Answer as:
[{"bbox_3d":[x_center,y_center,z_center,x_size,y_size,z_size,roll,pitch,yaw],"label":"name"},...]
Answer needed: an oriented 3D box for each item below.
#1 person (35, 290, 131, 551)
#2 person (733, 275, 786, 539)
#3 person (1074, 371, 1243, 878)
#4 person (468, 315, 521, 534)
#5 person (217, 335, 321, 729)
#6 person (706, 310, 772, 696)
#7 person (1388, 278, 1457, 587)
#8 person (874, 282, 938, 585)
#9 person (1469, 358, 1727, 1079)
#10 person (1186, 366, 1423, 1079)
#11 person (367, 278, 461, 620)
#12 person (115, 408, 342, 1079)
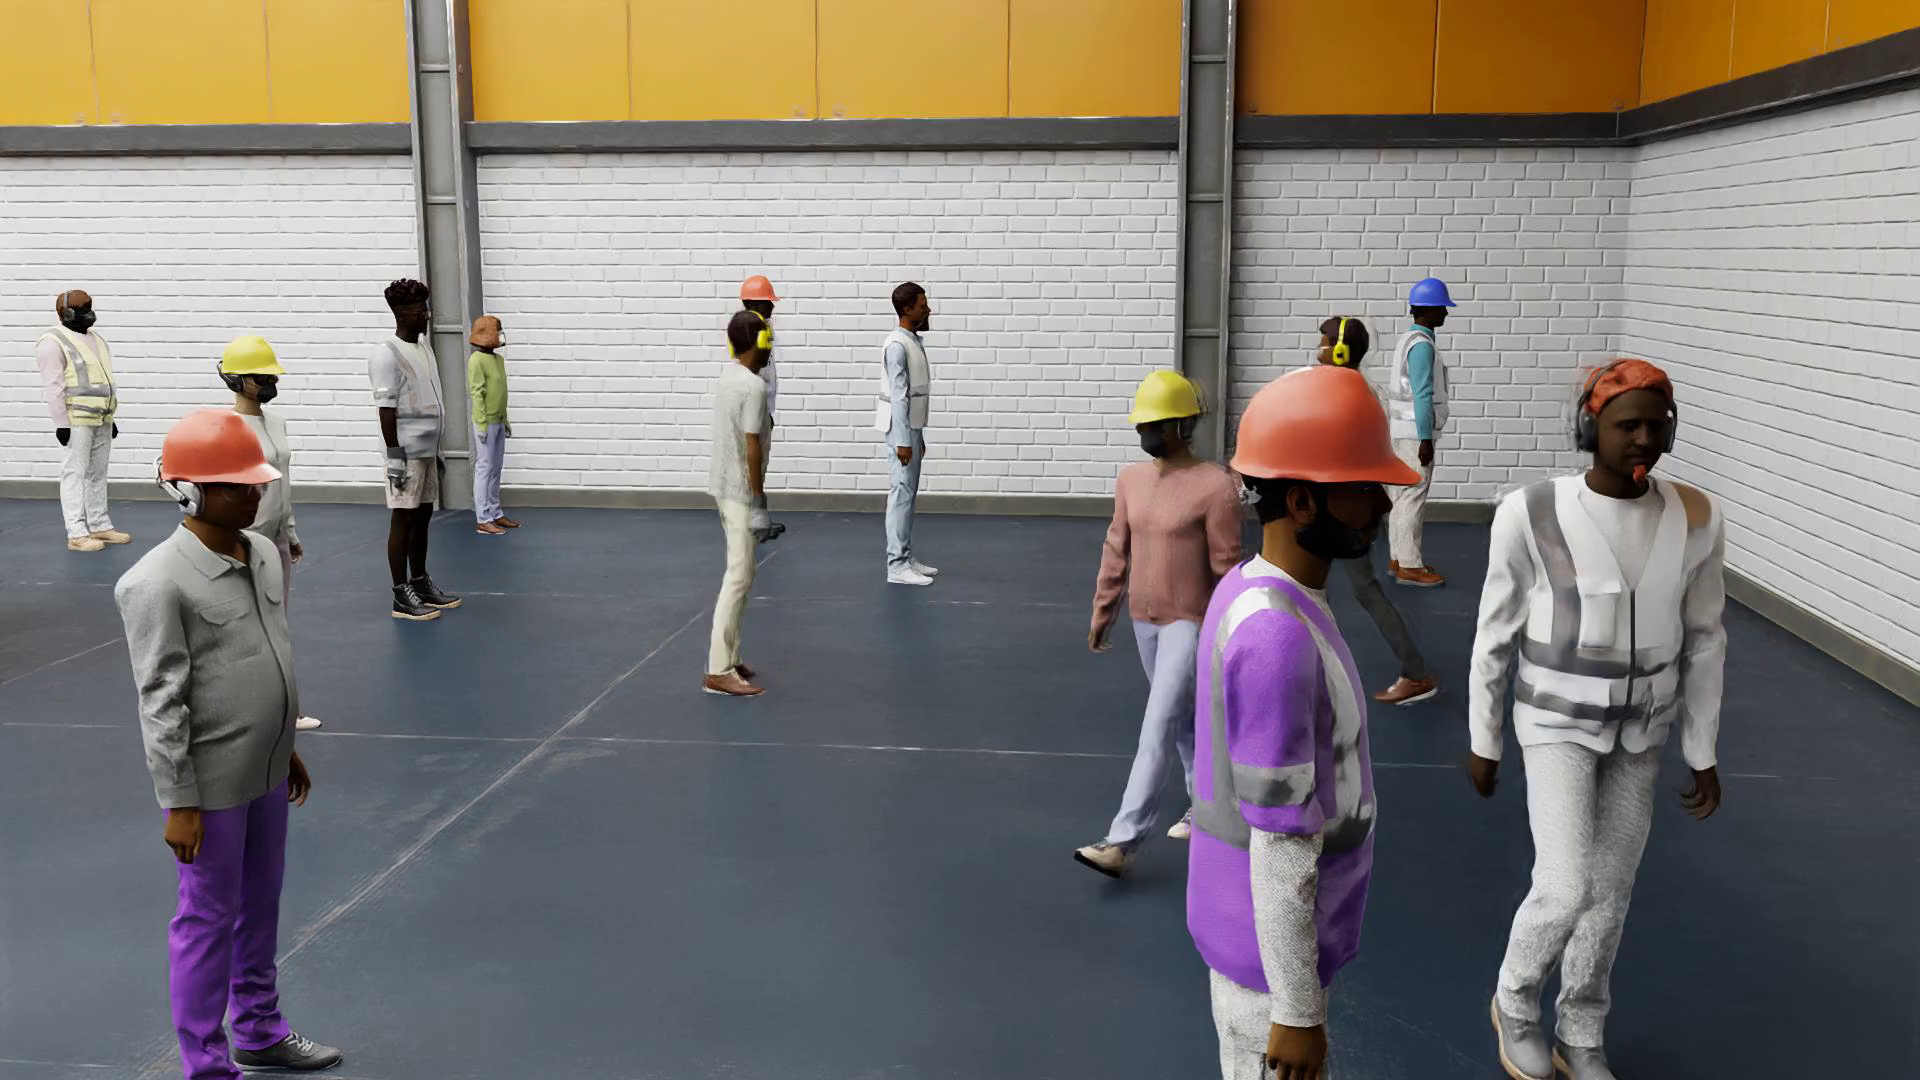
[{"bbox_3d":[-6.233,-0.853,11.858,0.429,1.846,0.626,1,10,6],"label":"person"},{"bbox_3d":[-1.489,-0.980,12.317,0.359,1.938,0.547,1,10,6],"label":"person"},{"bbox_3d":[0.667,0.282,5.738,0.932,1.710,0.533,-8,13,-39],"label":"person"},{"bbox_3d":[-3.530,-0.870,12.551,0.280,1.636,0.502,1,10,6],"label":"person"},{"bbox_3d":[-3.005,0.007,7.160,0.313,1.768,0.527,1,10,6],"label":"person"},{"bbox_3d":[-1.069,-0.180,8.048,0.443,1.836,0.581,-5,11,-25],"label":"person"},{"bbox_3d":[2.927,-0.687,10.608,0.389,1.948,0.607,1,10,6],"label":"person"},{"bbox_3d":[-0.345,-0.682,10.667,0.390,1.919,0.591,1,10,6],"label":"person"},{"bbox_3d":[1.562,0.491,4.084,0.580,1.868,0.406,-1,10,-8],"label":"person"},{"bbox_3d":[0.571,0.671,2.868,0.359,1.938,0.547,1,10,6],"label":"person"},{"bbox_3d":[-3.173,-0.530,9.659,0.365,1.965,0.608,1,10,6],"label":"person"},{"bbox_3d":[-1.779,0.549,4.089,0.329,1.751,0.566,1,10,6],"label":"person"}]
